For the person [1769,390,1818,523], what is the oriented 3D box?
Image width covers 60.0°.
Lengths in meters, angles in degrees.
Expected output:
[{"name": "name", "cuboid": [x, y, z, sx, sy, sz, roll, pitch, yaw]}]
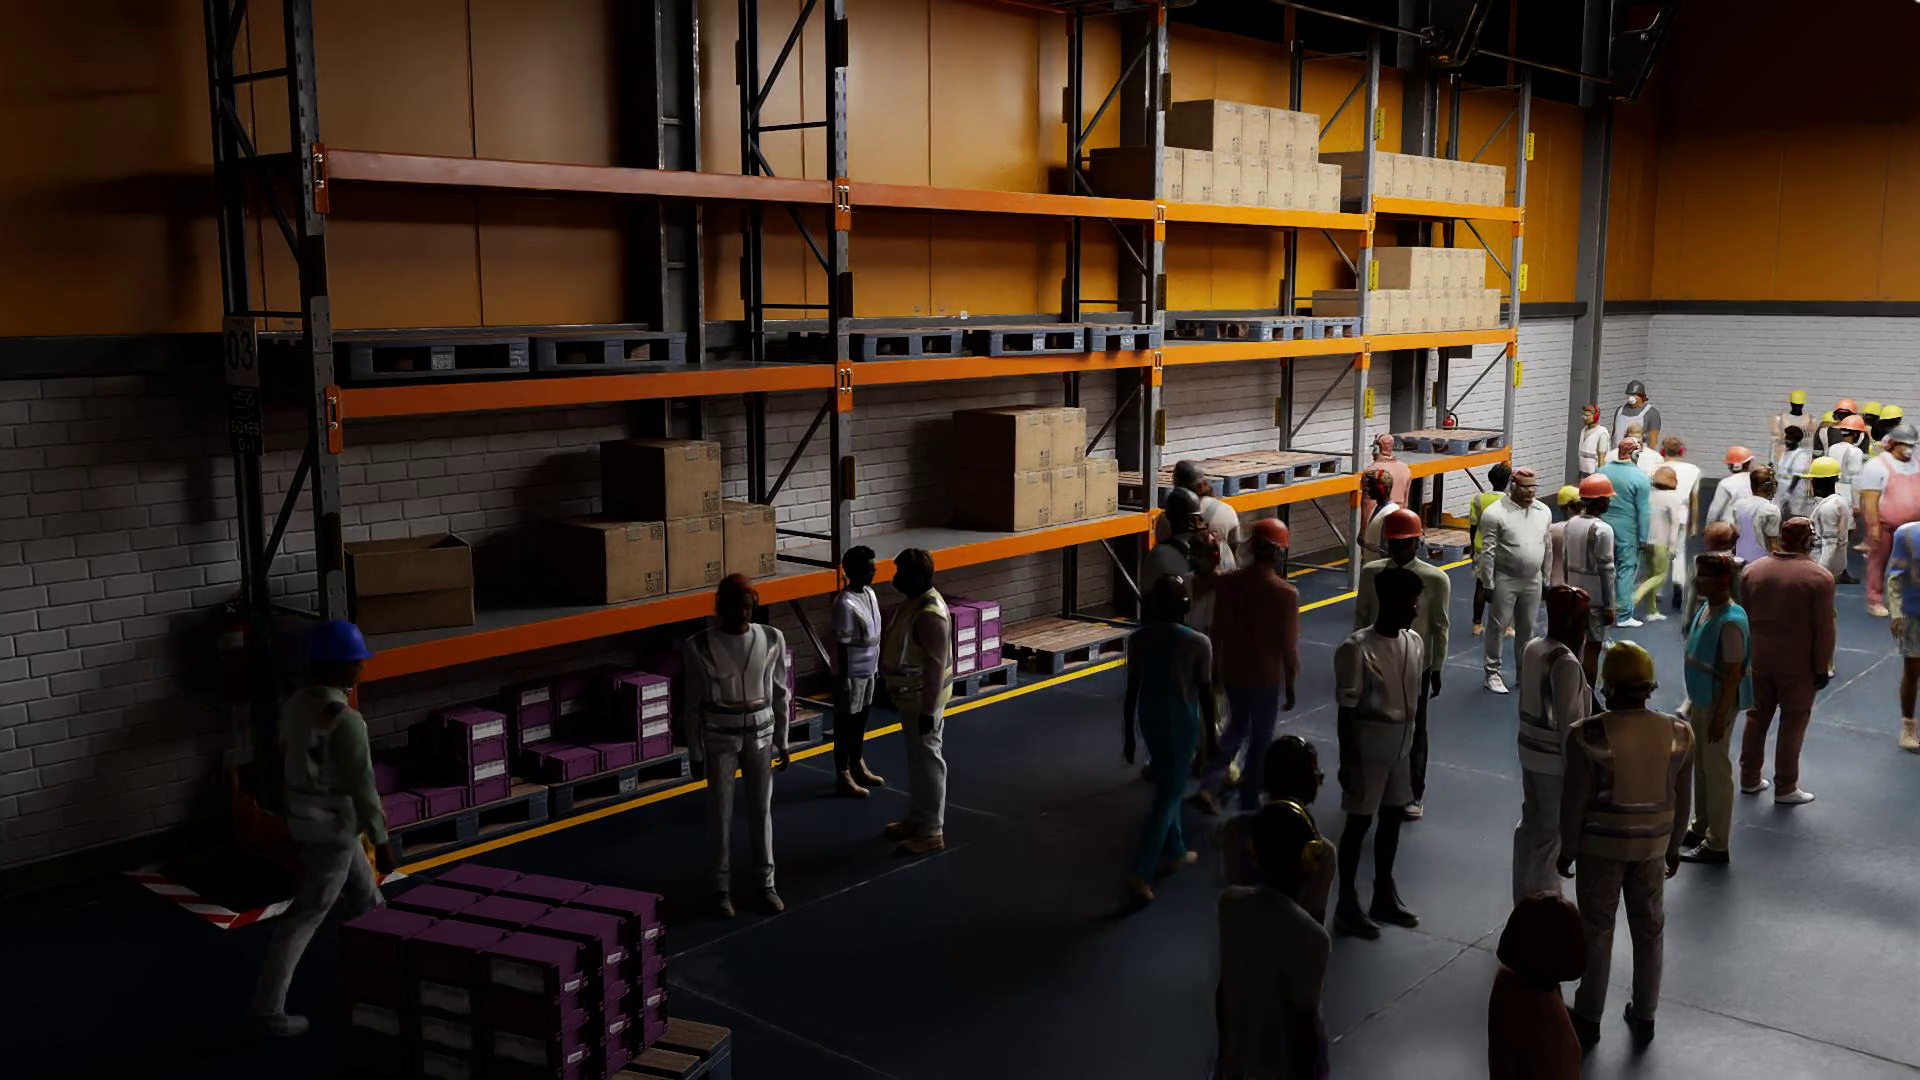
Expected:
[{"name": "person", "cuboid": [11.772, -1.166, 23.485, 0.610, 1.921, 0.393, 4, 10, 24]}]

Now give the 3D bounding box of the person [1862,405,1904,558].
[{"name": "person", "cuboid": [11.492, -0.708, 20.570, 0.592, 1.912, 0.399, -7, 11, -36]}]

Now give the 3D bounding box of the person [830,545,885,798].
[{"name": "person", "cuboid": [-0.693, 0.867, 11.117, 0.318, 1.690, 0.527, 3, 9, 20]}]

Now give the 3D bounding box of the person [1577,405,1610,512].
[{"name": "person", "cuboid": [8.269, -0.851, 21.729, 0.387, 1.837, 0.562, -1, 9, -7]}]

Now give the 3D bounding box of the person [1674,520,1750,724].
[{"name": "person", "cuboid": [5.758, 0.654, 12.745, 0.778, 1.607, 0.516, -4, 10, -25]}]

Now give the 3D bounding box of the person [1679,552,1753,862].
[{"name": "person", "cuboid": [4.468, 0.984, 9.855, 0.387, 1.846, 0.566, 1, 9, 9]}]

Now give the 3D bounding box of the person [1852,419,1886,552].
[{"name": "person", "cuboid": [11.637, -0.691, 21.144, 0.533, 1.697, 0.318, -4, 10, -26]}]

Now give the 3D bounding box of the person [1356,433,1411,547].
[{"name": "person", "cuboid": [4.259, -0.133, 16.864, 0.649, 1.906, 0.401, -6, 11, -34]}]

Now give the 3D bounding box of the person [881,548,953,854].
[{"name": "person", "cuboid": [-0.261, 0.958, 10.037, 0.430, 1.845, 0.621, -2, 9, -12]}]

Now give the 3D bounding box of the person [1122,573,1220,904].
[{"name": "person", "cuboid": [1.129, 1.089, 9.304, 0.501, 1.814, 0.929, 7, 11, 38]}]

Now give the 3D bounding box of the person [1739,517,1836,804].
[{"name": "person", "cuboid": [5.472, 0.786, 11.014, 0.394, 1.892, 0.642, -5, 10, -28]}]

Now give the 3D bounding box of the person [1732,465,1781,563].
[{"name": "person", "cuboid": [6.938, 0.267, 14.490, 0.345, 1.845, 0.508, -3, 9, -20]}]

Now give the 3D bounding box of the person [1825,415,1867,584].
[{"name": "person", "cuboid": [10.073, -0.459, 18.929, 0.387, 1.926, 0.548, -1, 9, -7]}]

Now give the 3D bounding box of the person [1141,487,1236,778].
[{"name": "person", "cuboid": [1.529, 0.635, 11.485, 0.680, 2.000, 0.535, -3, 9, -20]}]

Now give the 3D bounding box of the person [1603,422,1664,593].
[{"name": "person", "cuboid": [7.417, -0.361, 18.371, 0.626, 1.913, 0.858, 4, 10, 27]}]

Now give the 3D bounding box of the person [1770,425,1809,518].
[{"name": "person", "cuboid": [10.183, -0.588, 20.540, 0.706, 1.667, 0.540, -1, 9, -5]}]

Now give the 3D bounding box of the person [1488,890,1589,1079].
[{"name": "person", "cuboid": [1.725, 1.842, 5.001, 0.278, 1.635, 0.506, 0, 9, -1]}]

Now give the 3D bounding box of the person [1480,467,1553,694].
[{"name": "person", "cuboid": [4.646, 0.338, 13.864, 0.644, 1.900, 0.399, -2, 9, -13]}]

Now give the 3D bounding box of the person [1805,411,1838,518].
[{"name": "person", "cuboid": [11.404, -0.832, 21.942, 0.492, 1.731, 0.324, 3, 9, 18]}]

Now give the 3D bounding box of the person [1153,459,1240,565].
[{"name": "person", "cuboid": [1.908, 0.309, 13.588, 0.706, 2.000, 0.540, 0, 9, -1]}]

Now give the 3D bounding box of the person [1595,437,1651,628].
[{"name": "person", "cuboid": [6.596, -0.079, 16.556, 0.399, 1.900, 0.644, -5, 10, -31]}]

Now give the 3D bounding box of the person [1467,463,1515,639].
[{"name": "person", "cuboid": [5.158, 0.103, 16.013, 0.540, 1.696, 0.317, 7, 11, 36]}]

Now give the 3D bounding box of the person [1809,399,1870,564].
[{"name": "person", "cuboid": [10.606, -0.690, 20.087, 0.612, 2.029, 0.407, 5, 10, 29]}]

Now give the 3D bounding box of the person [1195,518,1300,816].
[{"name": "person", "cuboid": [1.833, 0.842, 10.424, 0.564, 1.963, 0.624, -8, 12, -41]}]

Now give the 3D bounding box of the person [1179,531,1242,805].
[{"name": "person", "cuboid": [1.635, 0.839, 10.848, 0.445, 1.825, 0.576, -5, 10, -28]}]

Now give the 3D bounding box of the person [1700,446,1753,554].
[{"name": "person", "cuboid": [8.058, -0.126, 17.371, 0.571, 1.735, 0.441, -4, 10, -23]}]

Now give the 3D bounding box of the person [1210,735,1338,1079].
[{"name": "person", "cuboid": [1.191, 1.593, 6.087, 0.958, 1.791, 0.516, -9, 12, -44]}]

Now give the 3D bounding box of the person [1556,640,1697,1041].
[{"name": "person", "cuboid": [2.978, 1.354, 7.505, 0.587, 1.836, 0.404, 0, 9, -3]}]

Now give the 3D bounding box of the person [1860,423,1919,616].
[{"name": "person", "cuboid": [9.502, -0.190, 16.804, 0.695, 2.000, 0.821, 0, 9, -2]}]

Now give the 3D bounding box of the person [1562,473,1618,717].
[{"name": "person", "cuboid": [4.946, 0.442, 13.043, 0.350, 1.942, 0.545, -3, 9, -17]}]

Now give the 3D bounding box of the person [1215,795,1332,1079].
[{"name": "person", "cuboid": [0.967, 1.719, 5.276, 0.981, 1.815, 0.533, -6, 10, -32]}]

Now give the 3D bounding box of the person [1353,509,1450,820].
[{"name": "person", "cuboid": [2.807, 0.785, 10.660, 0.612, 1.995, 0.382, 5, 10, 30]}]

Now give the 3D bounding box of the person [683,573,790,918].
[{"name": "person", "cuboid": [-1.200, 1.104, 8.994, 0.578, 1.879, 0.370, -4, 10, -23]}]

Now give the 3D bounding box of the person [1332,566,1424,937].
[{"name": "person", "cuboid": [2.218, 1.098, 8.773, 0.613, 1.957, 0.381, -6, 10, -33]}]

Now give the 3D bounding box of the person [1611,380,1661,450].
[{"name": "person", "cuboid": [9.549, -1.255, 23.674, 0.537, 2.000, 0.678, -8, 12, -40]}]

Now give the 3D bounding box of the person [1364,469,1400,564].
[{"name": "person", "cuboid": [3.628, 0.311, 14.212, 0.391, 1.841, 0.564, 1, 9, 4]}]

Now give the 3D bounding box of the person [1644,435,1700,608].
[{"name": "person", "cuboid": [7.472, -0.188, 17.495, 0.569, 1.815, 0.763, 2, 9, 13]}]

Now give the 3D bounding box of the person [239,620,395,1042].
[{"name": "person", "cuboid": [-2.863, 1.308, 7.632, 1.060, 1.890, 0.627, -8, 12, -41]}]

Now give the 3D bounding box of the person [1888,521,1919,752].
[{"name": "person", "cuboid": [7.106, 0.550, 12.097, 0.661, 2.031, 0.453, 4, 10, 22]}]

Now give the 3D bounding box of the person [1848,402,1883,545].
[{"name": "person", "cuboid": [11.801, -0.865, 21.738, 0.584, 1.873, 1.021, 9, 12, 44]}]

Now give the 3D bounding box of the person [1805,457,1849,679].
[{"name": "person", "cuboid": [7.471, 0.237, 14.420, 0.376, 1.922, 0.594, 5, 10, 32]}]

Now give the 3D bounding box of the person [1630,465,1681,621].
[{"name": "person", "cuboid": [6.890, 0.052, 16.627, 0.601, 1.605, 0.514, -4, 10, -23]}]

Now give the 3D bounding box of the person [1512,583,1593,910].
[{"name": "person", "cuboid": [3.069, 1.158, 8.603, 0.355, 1.887, 0.574, -1, 9, -4]}]
